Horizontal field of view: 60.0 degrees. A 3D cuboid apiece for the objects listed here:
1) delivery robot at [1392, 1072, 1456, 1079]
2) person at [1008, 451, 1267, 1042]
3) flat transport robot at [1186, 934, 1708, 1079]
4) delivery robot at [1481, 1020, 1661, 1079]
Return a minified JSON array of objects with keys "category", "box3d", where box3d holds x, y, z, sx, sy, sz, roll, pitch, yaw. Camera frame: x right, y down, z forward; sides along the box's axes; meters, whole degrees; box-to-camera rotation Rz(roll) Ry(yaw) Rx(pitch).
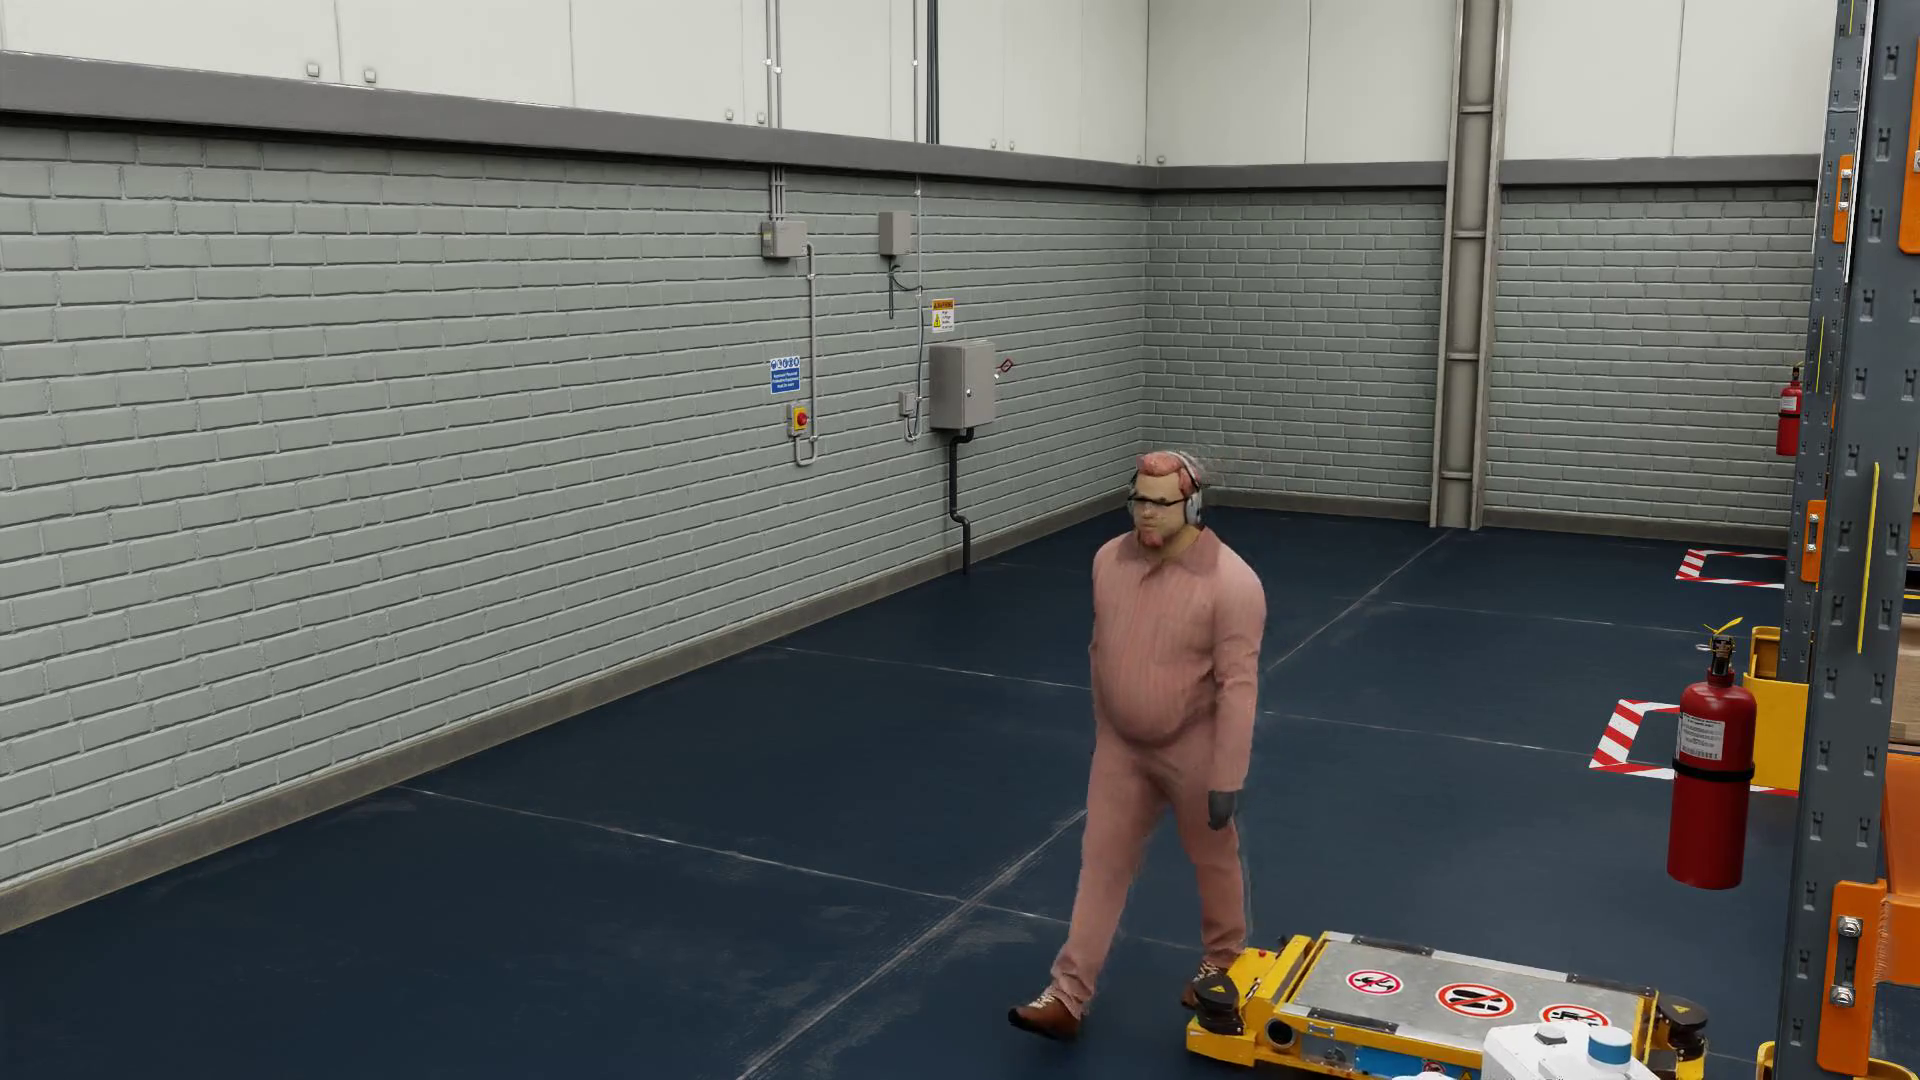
[{"category":"delivery robot","box3d":[1.040,1.497,3.880,0.477,0.478,0.707,10,14,43]},{"category":"person","box3d":[0.593,0.652,5.168,0.667,1.852,1.018,9,14,40]},{"category":"flat transport robot","box3d":[1.473,1.472,5.046,1.431,0.197,0.652,5,12,25]},{"category":"delivery robot","box3d":[1.599,1.452,4.128,0.477,0.478,0.707,-2,11,-11]}]
